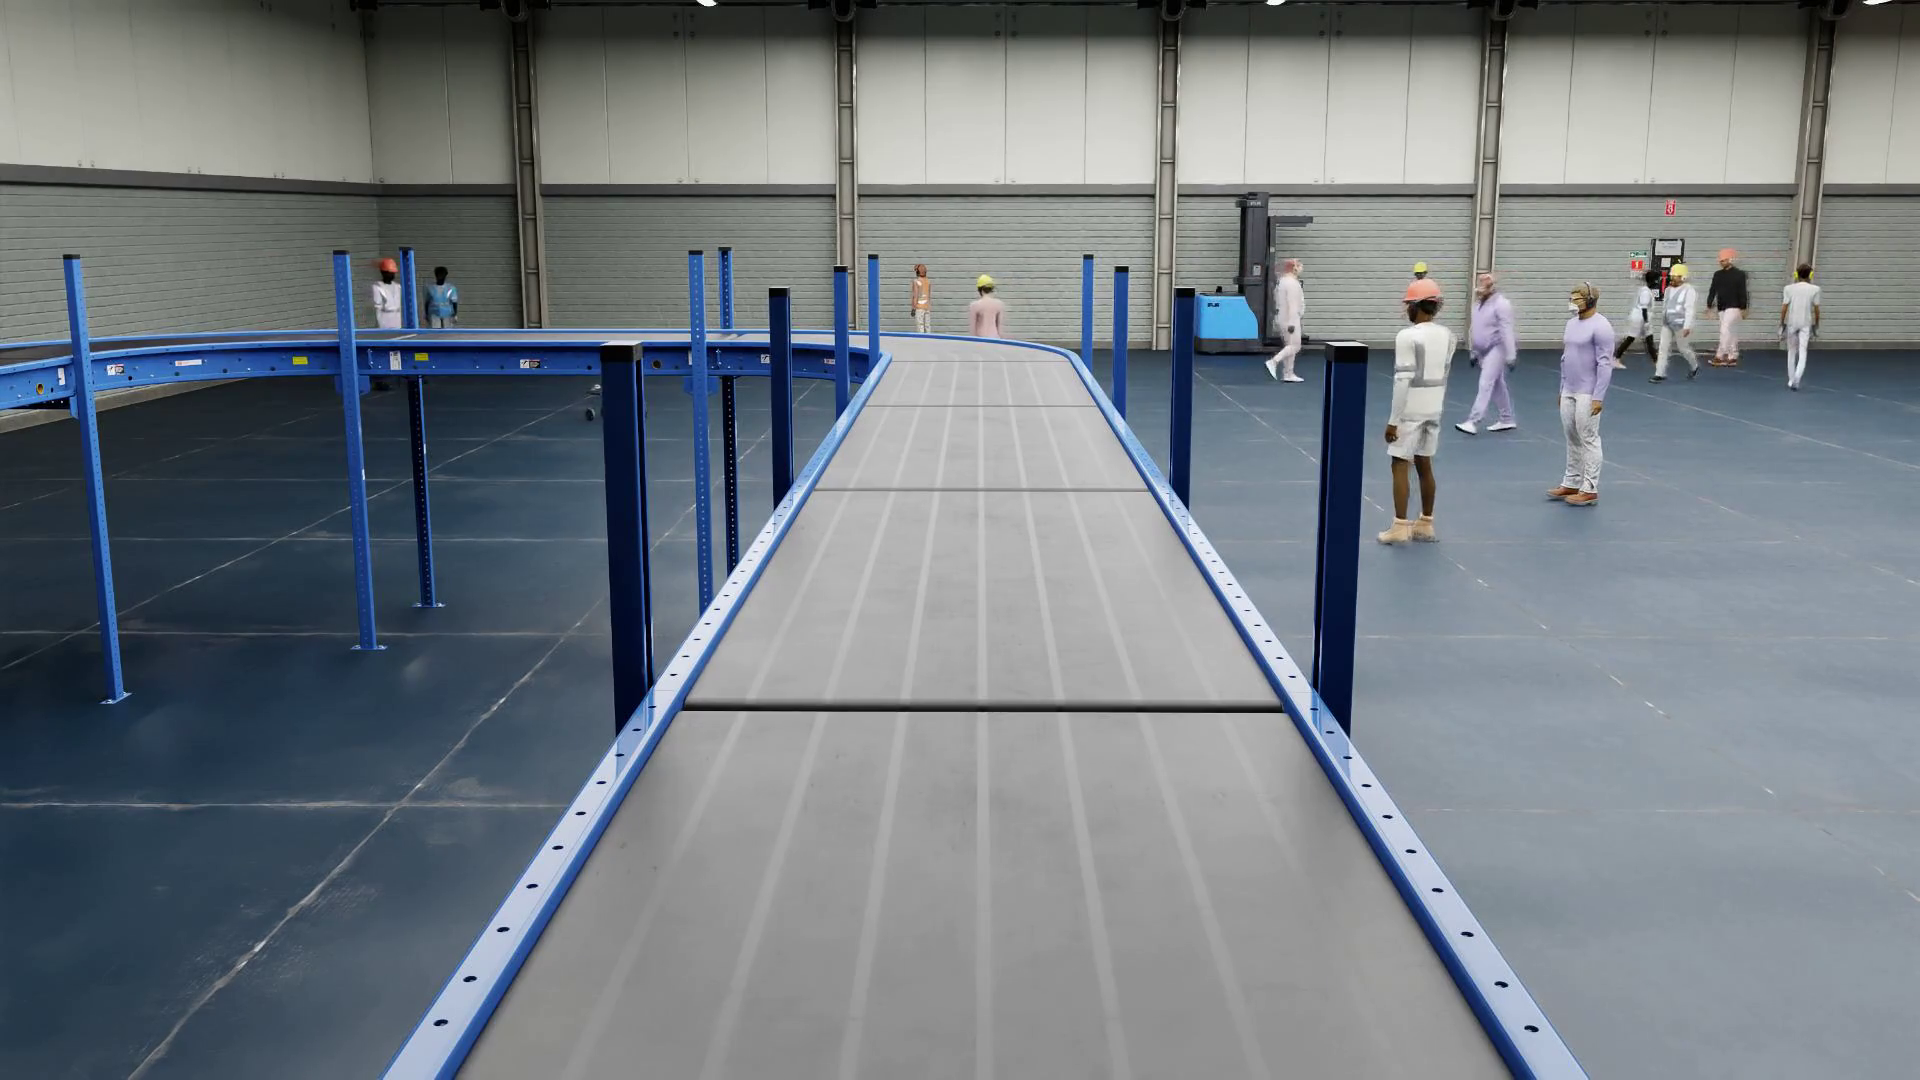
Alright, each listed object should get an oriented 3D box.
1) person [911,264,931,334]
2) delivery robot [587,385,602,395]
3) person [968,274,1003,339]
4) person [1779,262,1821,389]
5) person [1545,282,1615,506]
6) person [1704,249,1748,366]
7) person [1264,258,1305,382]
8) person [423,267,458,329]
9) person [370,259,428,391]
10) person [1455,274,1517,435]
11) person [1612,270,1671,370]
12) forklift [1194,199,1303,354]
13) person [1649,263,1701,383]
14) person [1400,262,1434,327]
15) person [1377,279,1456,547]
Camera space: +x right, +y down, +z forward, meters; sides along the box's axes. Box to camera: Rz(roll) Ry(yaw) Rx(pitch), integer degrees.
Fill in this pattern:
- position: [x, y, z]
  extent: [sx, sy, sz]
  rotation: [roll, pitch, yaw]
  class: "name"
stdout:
- position: [-0.710, -4.232, 30.509]
  extent: [0.308, 1.641, 0.511]
  rotation: [7, 13, 32]
  class: "person"
- position: [-4.300, -1.913, 20.587]
  extent: [0.699, 0.223, 0.335]
  rotation: [7, 13, 31]
  class: "delivery robot"
- position: [0.371, -2.647, 22.092]
  extent: [0.528, 1.748, 0.678]
  rotation: [-7, 13, -31]
  class: "person"
- position: [12.315, -3.146, 24.415]
  extent: [0.515, 1.846, 0.838]
  rotation: [6, 13, 29]
  class: "person"
- position: [5.459, -1.284, 14.586]
  extent: [0.356, 1.938, 0.633]
  rotation: [-2, 11, -10]
  class: "person"
- position: [12.837, -3.902, 27.996]
  extent: [0.919, 1.949, 0.612]
  rotation: [-4, 12, -20]
  class: "person"
- position: [4.956, -3.328, 25.234]
  extent: [0.557, 1.892, 0.651]
  rotation: [0, 11, -2]
  class: "person"
- position: [-8.836, -3.825, 28.333]
  extent: [0.551, 1.649, 0.818]
  rotation: [-5, 12, -23]
  class: "person"
- position: [-8.146, -3.088, 23.958]
  extent: [0.955, 1.889, 0.574]
  rotation: [6, 13, 29]
  class: "person"
- position: [6.091, -2.141, 19.255]
  extent: [1.004, 1.842, 0.736]
  rotation: [-3, 11, -14]
  class: "person"
- position: [11.157, -3.591, 27.222]
  extent: [0.931, 1.636, 0.565]
  rotation: [7, 13, 32]
  class: "person"
- position: [5.313, -4.851, 30.603]
  extent: [1.873, 2.768, 1.129]
  rotation: [0, 11, 1]
  class: "forklift"
- position: [10.937, -3.299, 25.293]
  extent: [0.837, 1.806, 0.596]
  rotation: [-5, 12, -23]
  class: "person"
- position: [7.721, -3.821, 28.156]
  extent: [0.525, 1.735, 0.803]
  rotation: [9, 14, 38]
  class: "person"
- position: [3.502, -0.975, 12.816]
  extent: [0.657, 2.024, 0.397]
  rotation: [-8, 13, -35]
  class: "person"
